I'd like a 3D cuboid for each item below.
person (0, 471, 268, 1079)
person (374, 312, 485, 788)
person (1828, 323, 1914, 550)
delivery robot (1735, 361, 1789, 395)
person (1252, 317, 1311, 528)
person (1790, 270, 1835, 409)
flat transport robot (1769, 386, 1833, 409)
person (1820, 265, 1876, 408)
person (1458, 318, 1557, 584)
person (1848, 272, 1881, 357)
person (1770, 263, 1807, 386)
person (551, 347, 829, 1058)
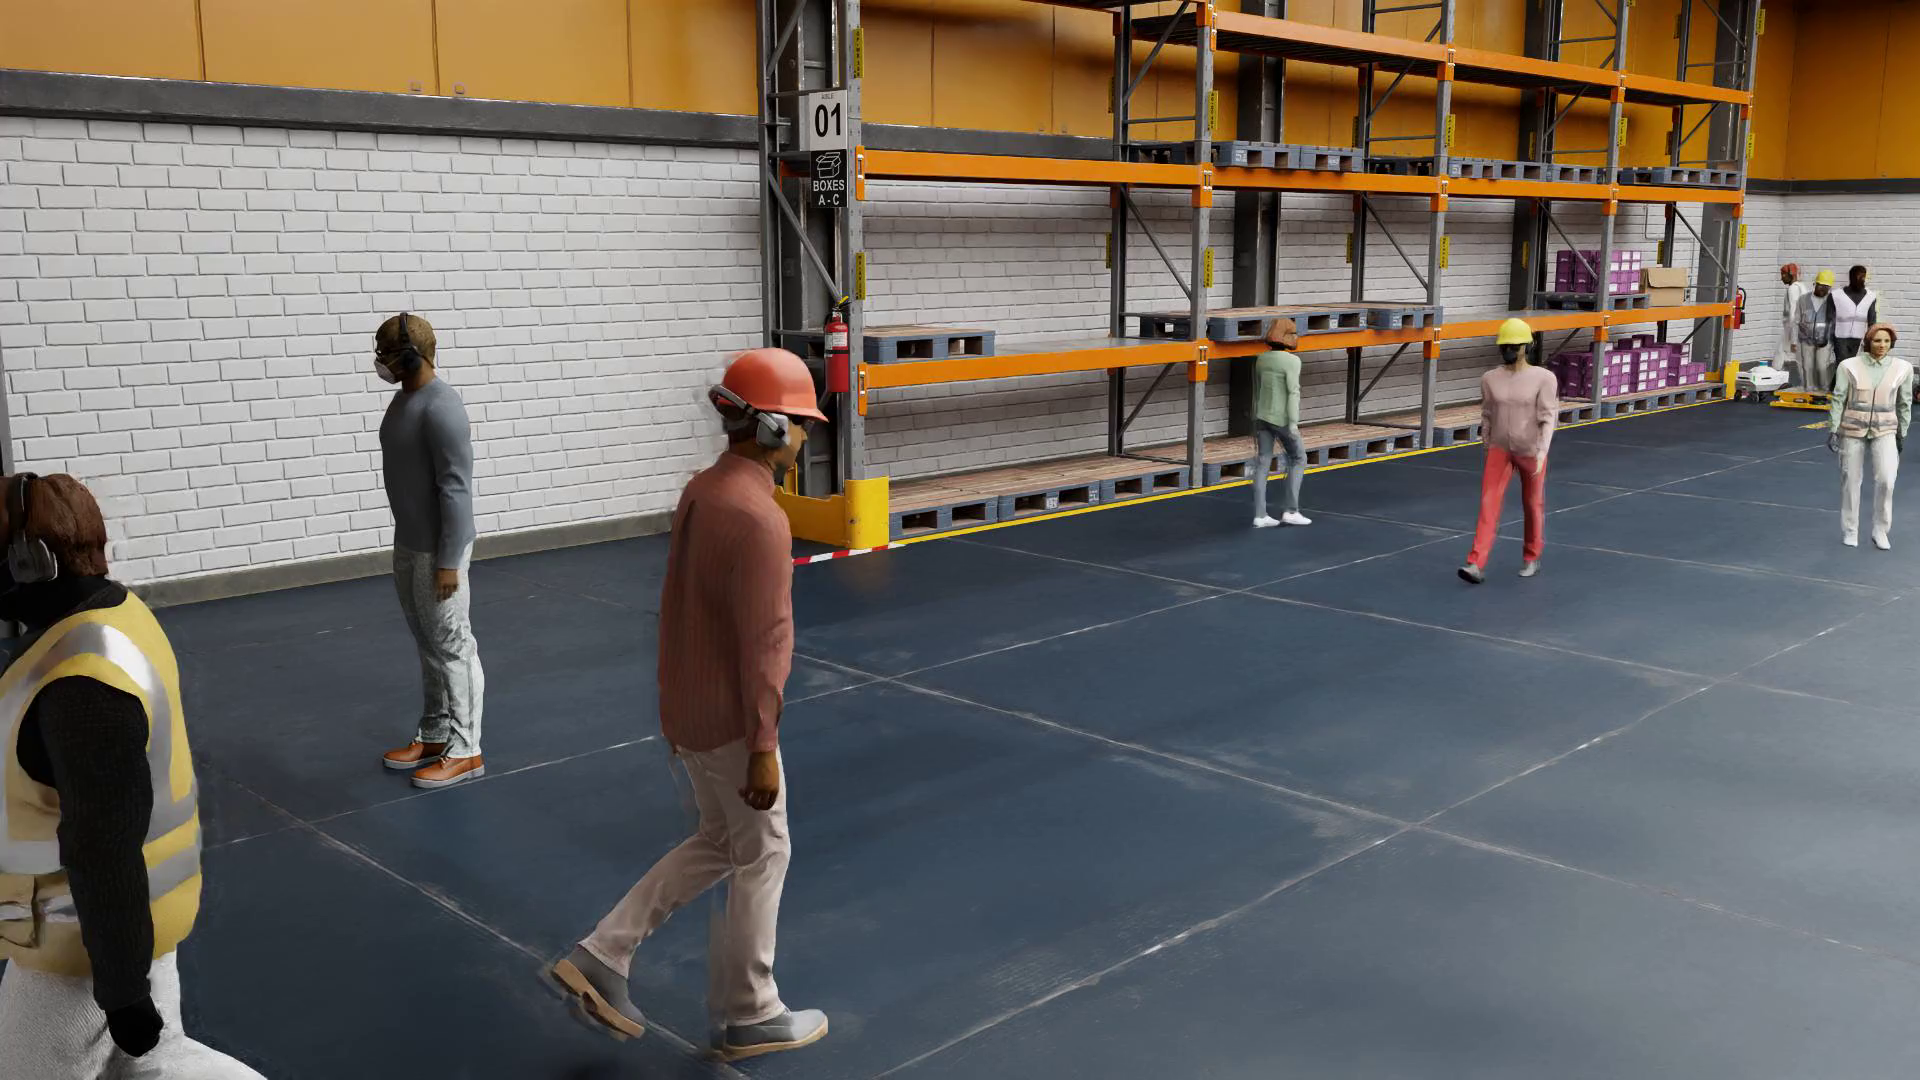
[{"bbox_3d":[-1.643,0.748,3.323,0.819,1.808,0.623,-4,11,-21],"label":"person"},{"bbox_3d":[-2.178,0.040,6.816,0.374,1.936,0.627,-7,13,-34],"label":"person"},{"bbox_3d":[6.492,-0.735,11.887,0.528,1.622,0.519,5,11,24],"label":"person"},{"bbox_3d":[10.739,-2.151,22.274,0.707,0.478,0.477,-5,11,-25],"label":"delivery robot"},{"bbox_3d":[2.504,-0.902,12.794,0.585,1.610,0.531,-6,12,-30],"label":"person"},{"bbox_3d":[11.039,-2.577,21.455,0.617,1.797,0.427,9,14,40],"label":"person"},{"bbox_3d":[11.169,-1.870,21.771,0.652,0.197,1.431,9,14,41],"label":"flat transport robot"},{"bbox_3d":[11.329,-2.549,21.151,0.595,1.852,1.015,0,10,-1],"label":"person"},{"bbox_3d":[3.552,-0.558,10.697,0.530,1.708,0.943,8,13,37],"label":"person"},{"bbox_3d":[12.400,-2.881,23.118,0.723,1.787,0.634,-4,11,-19],"label":"person"},{"bbox_3d":[11.600,-2.946,23.336,0.891,1.838,0.591,10,14,43],"label":"person"},{"bbox_3d":[-0.680,0.466,4.458,0.712,1.959,0.620,-5,12,-26],"label":"person"}]
